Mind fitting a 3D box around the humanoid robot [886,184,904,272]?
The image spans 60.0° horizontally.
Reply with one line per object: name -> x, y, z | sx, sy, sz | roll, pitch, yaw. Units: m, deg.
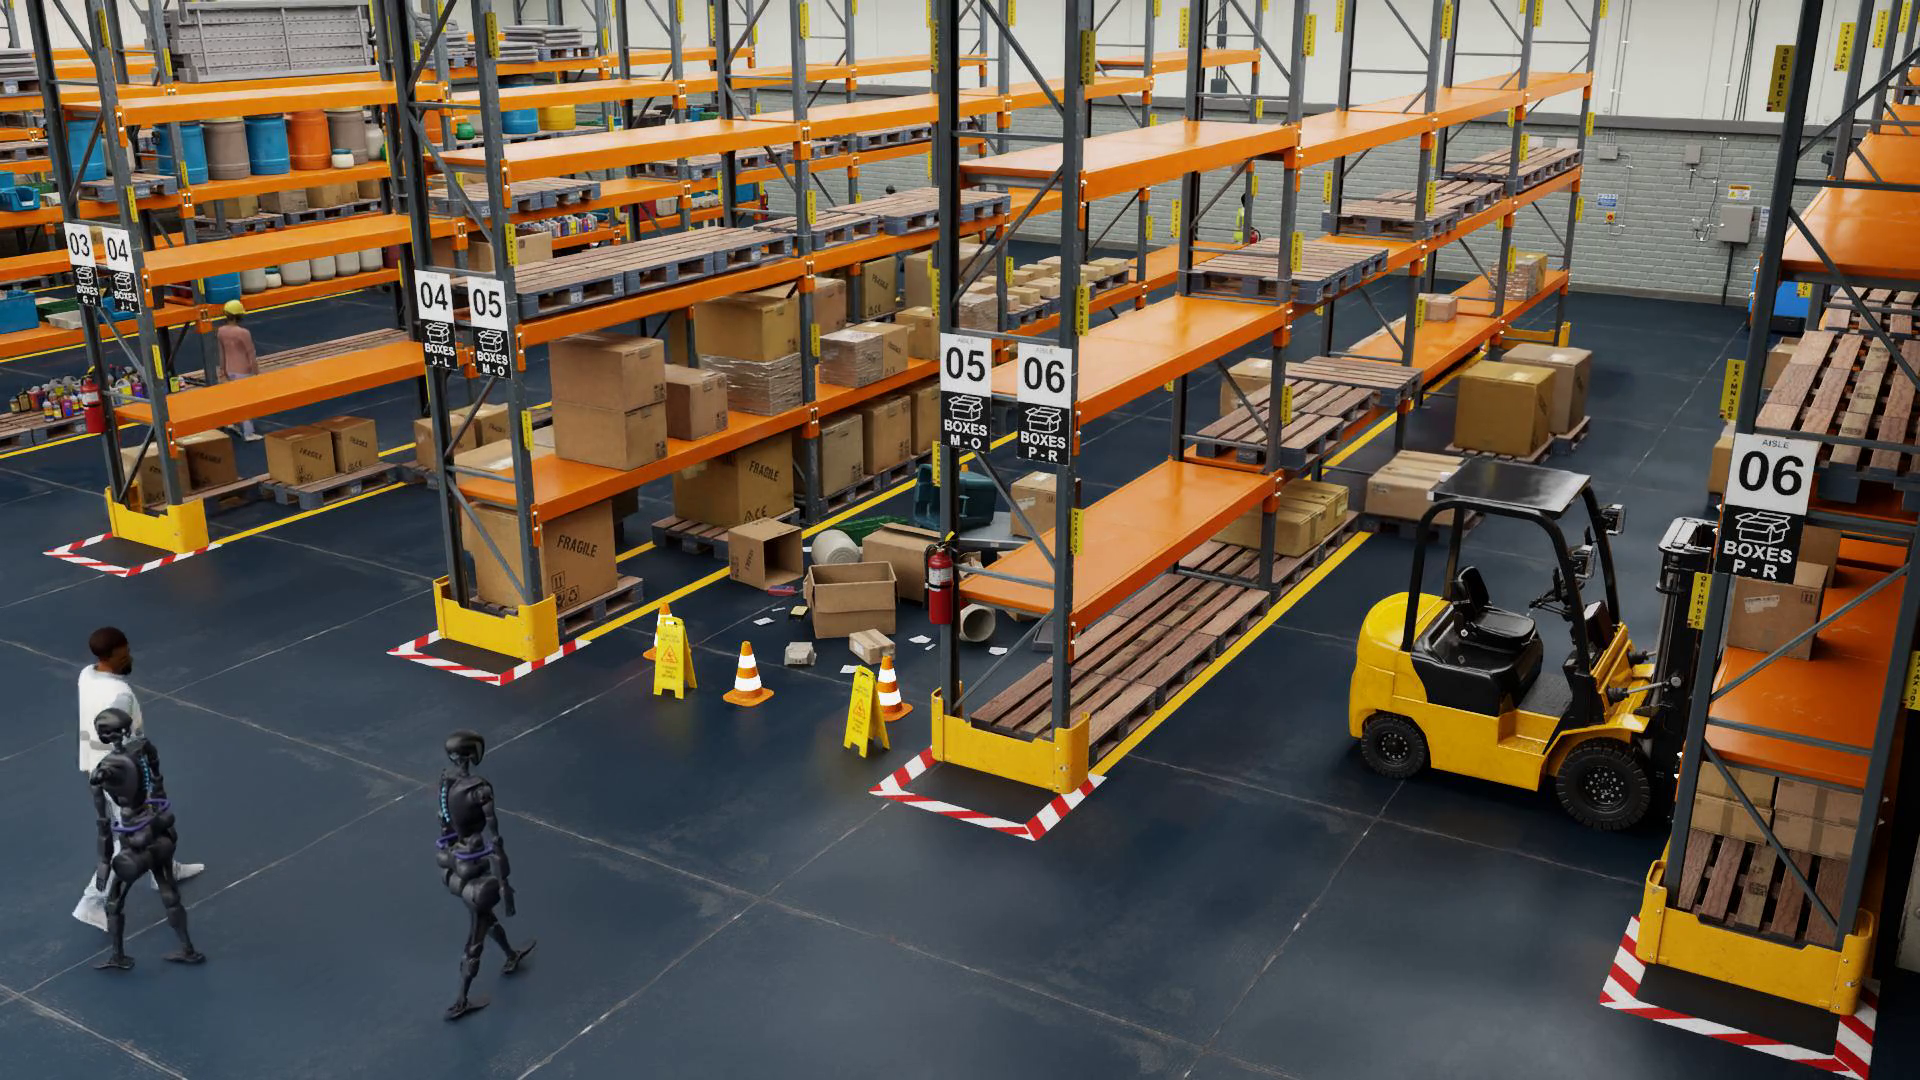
humanoid robot -> -1.310, -5.929, 31.641 | 0.595, 1.637, 0.681 | -10, 21, -27

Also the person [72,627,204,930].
person -> -5.138, 1.402, 10.116 | 0.632, 1.873, 0.854 | 18, 26, 42

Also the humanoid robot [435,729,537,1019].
humanoid robot -> -2.654, 1.806, 9.273 | 0.612, 1.628, 0.713 | 16, 25, 39

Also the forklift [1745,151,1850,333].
forklift -> 13.620, -4.667, 26.137 | 1.873, 2.768, 1.129 | 11, 22, 29

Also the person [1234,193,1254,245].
person -> 5.163, -5.483, 30.296 | 0.324, 1.685, 0.539 | -1, 19, -4

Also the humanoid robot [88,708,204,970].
humanoid robot -> -4.757, 1.703, 9.552 | 0.598, 1.637, 0.600 | 3, 19, 9

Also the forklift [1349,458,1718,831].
forklift -> 3.988, 0.658, 11.776 | 2.313, 2.155, 1.214 | 11, 22, 29

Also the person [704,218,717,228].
person -> -5.239, -7.062, 34.866 | 0.489, 1.688, 0.352 | -6, 20, -17

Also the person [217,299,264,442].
person -> -8.762, -2.062, 20.314 | 0.531, 1.755, 0.371 | 11, 22, 28
